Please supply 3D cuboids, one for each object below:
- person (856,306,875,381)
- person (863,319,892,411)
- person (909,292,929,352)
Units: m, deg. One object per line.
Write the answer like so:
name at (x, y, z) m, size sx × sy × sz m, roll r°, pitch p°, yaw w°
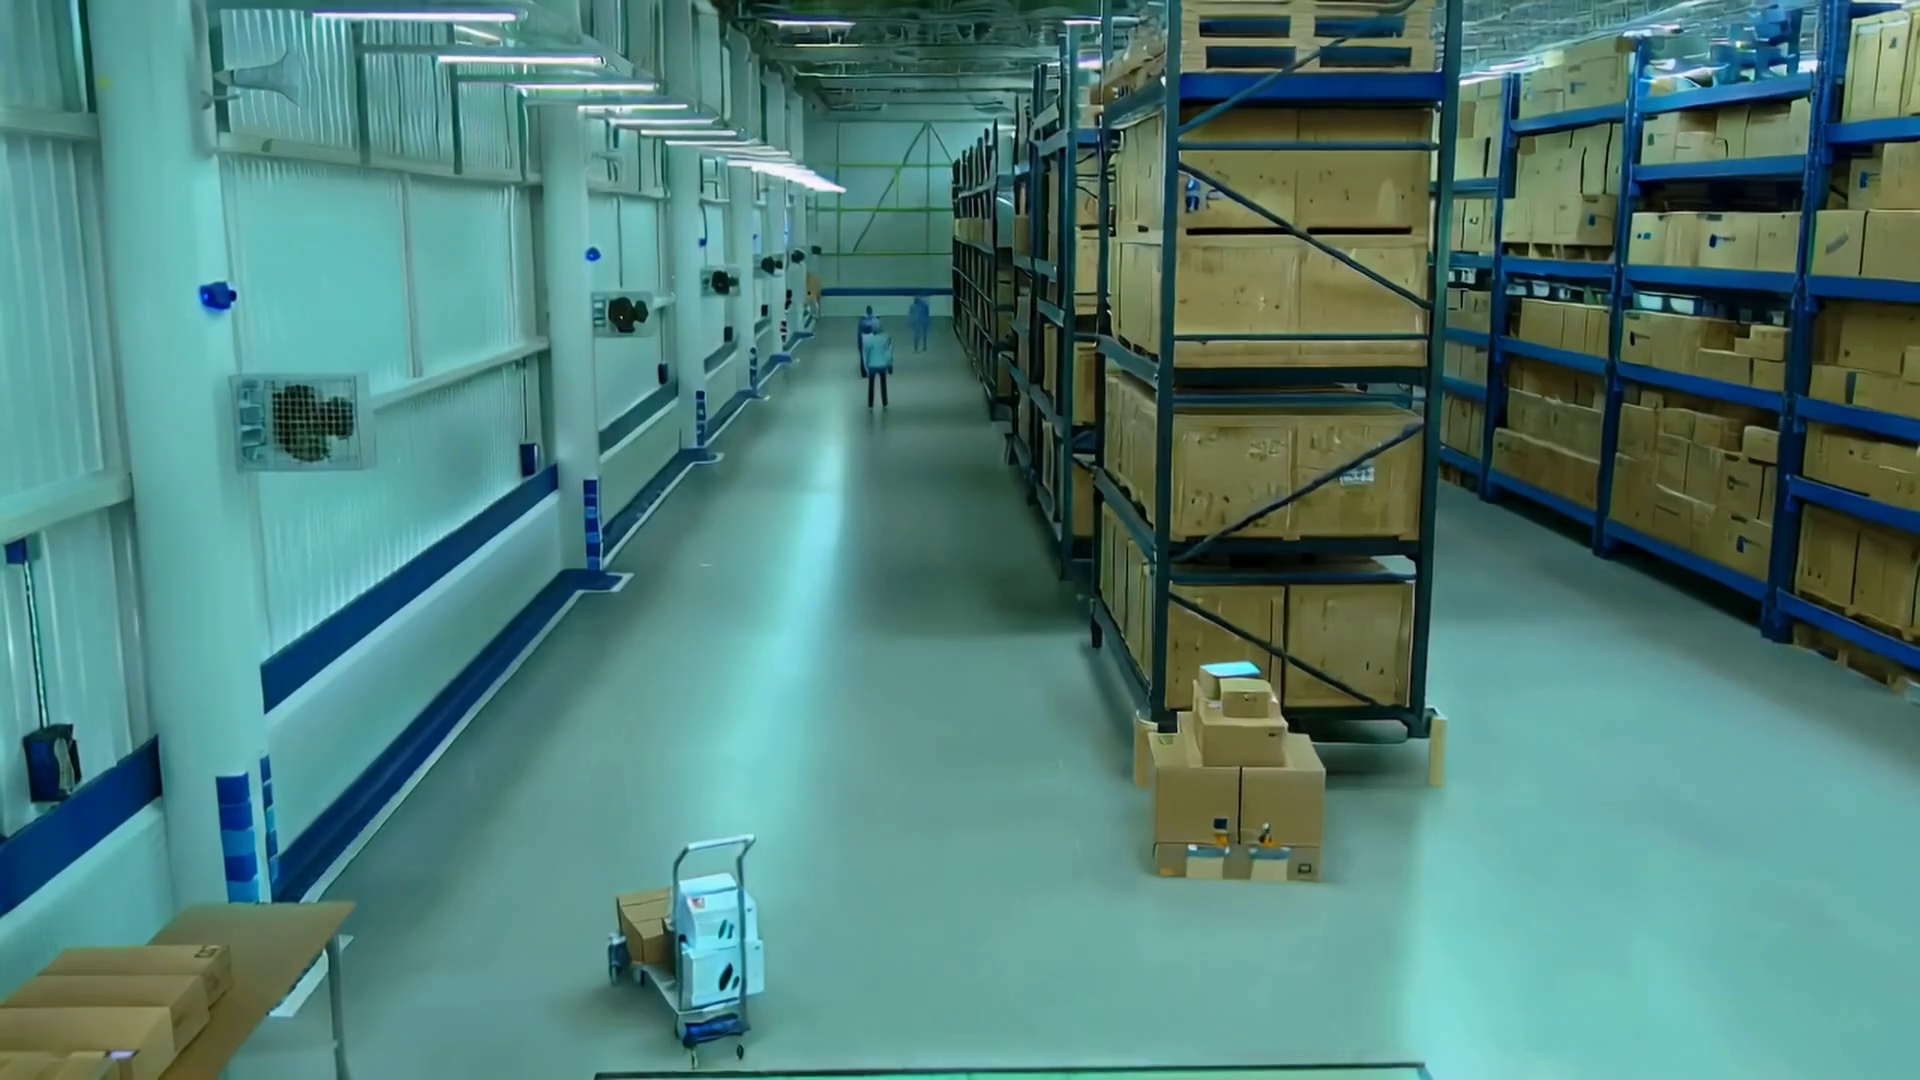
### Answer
person at (-2.359, -5.035, 42.590) m, size 0.601 × 1.907 × 0.397 m, roll -2°, pitch 11°, yaw -9°
person at (-1.764, -3.737, 35.638) m, size 0.618 × 1.986 × 0.409 m, roll -1°, pitch 11°, yaw -5°
person at (-1.261, -6.794, 51.901) m, size 0.679 × 1.854 × 1.020 m, roll 2°, pitch 11°, yaw 12°
